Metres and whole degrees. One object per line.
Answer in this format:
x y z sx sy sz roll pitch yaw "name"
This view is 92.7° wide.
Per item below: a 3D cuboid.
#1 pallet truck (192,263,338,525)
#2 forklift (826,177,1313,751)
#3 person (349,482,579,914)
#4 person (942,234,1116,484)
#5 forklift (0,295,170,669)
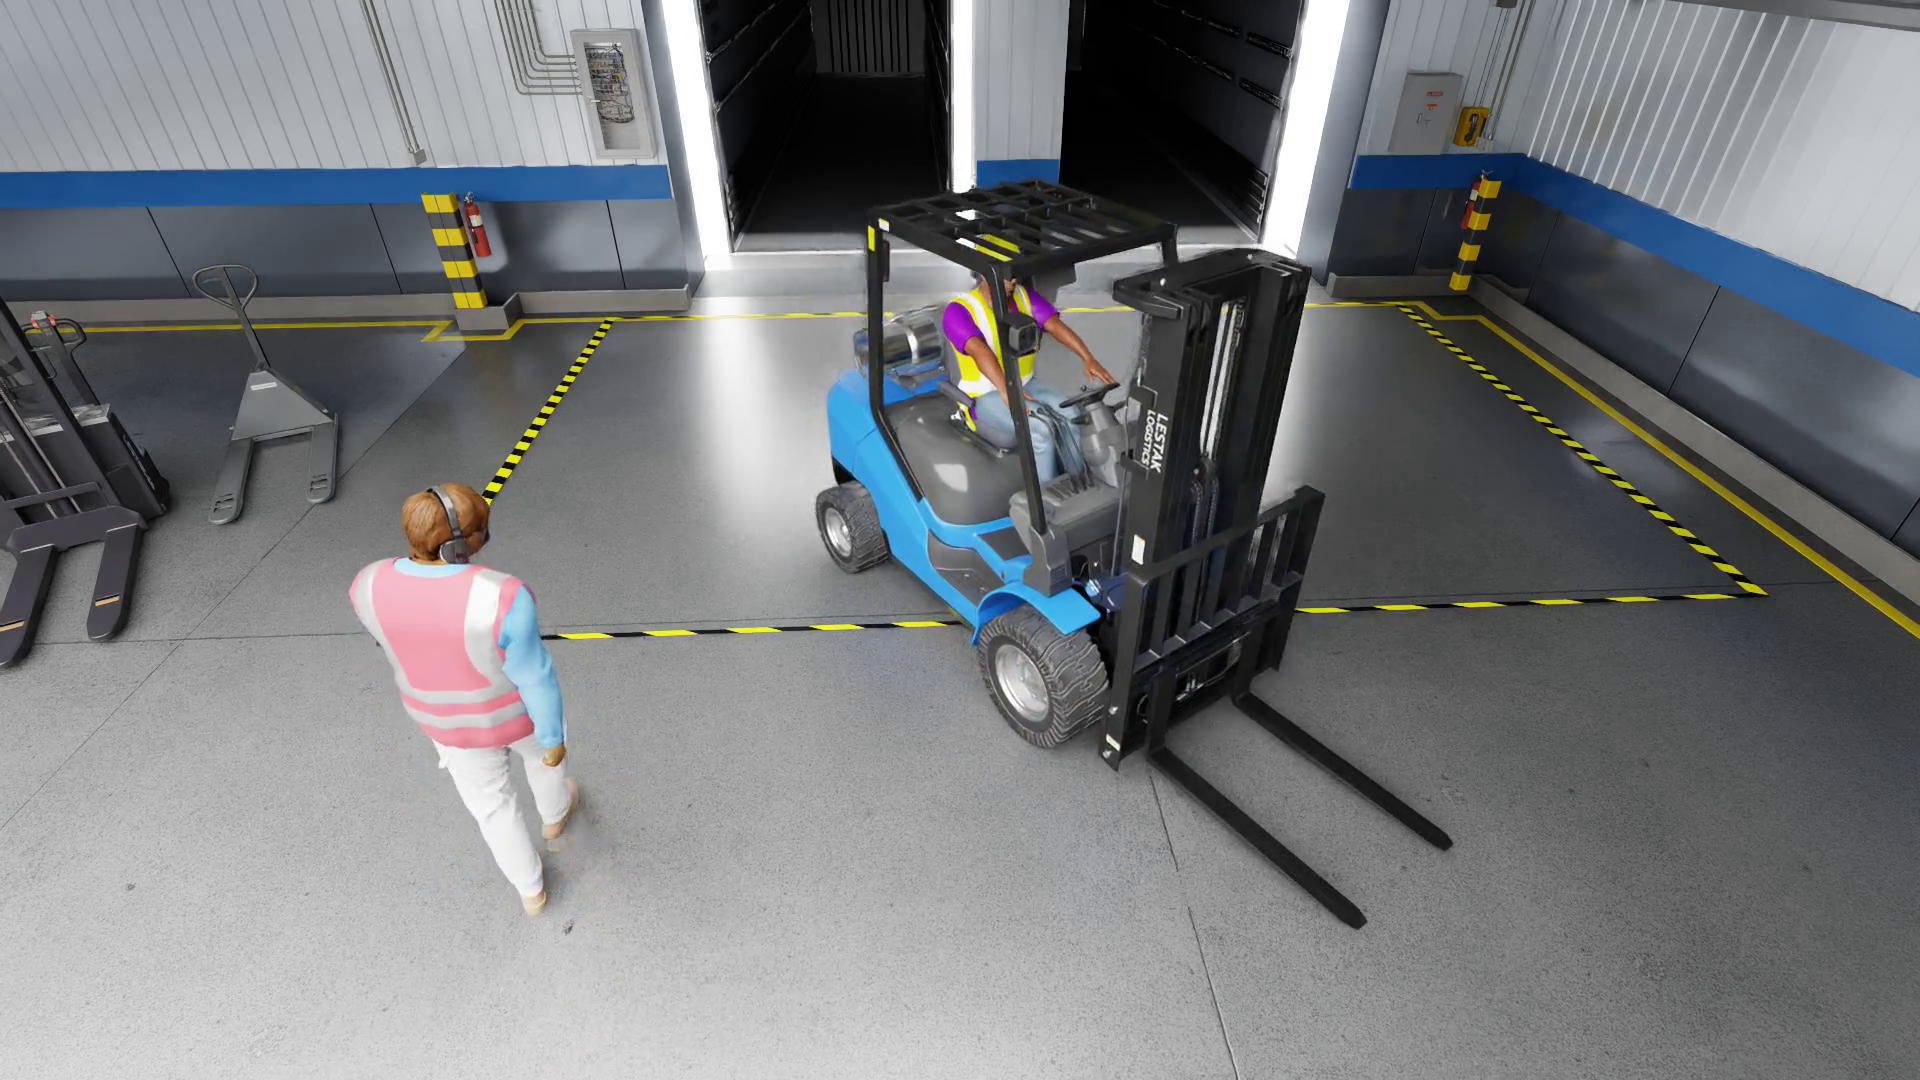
-4.778 -1.027 6.128 0.680 1.201 1.601 -17 38 -23 "pallet truck"
0.331 -0.608 4.553 1.157 2.036 2.680 -22 41 -29 "forklift"
-1.692 0.558 3.352 0.597 1.811 0.642 -6 35 -8 "person"
0.358 -0.731 4.402 0.630 1.294 1.004 -22 41 -29 "person"
-5.212 -0.618 4.878 0.823 1.965 1.885 -20 39 -26 "forklift"
